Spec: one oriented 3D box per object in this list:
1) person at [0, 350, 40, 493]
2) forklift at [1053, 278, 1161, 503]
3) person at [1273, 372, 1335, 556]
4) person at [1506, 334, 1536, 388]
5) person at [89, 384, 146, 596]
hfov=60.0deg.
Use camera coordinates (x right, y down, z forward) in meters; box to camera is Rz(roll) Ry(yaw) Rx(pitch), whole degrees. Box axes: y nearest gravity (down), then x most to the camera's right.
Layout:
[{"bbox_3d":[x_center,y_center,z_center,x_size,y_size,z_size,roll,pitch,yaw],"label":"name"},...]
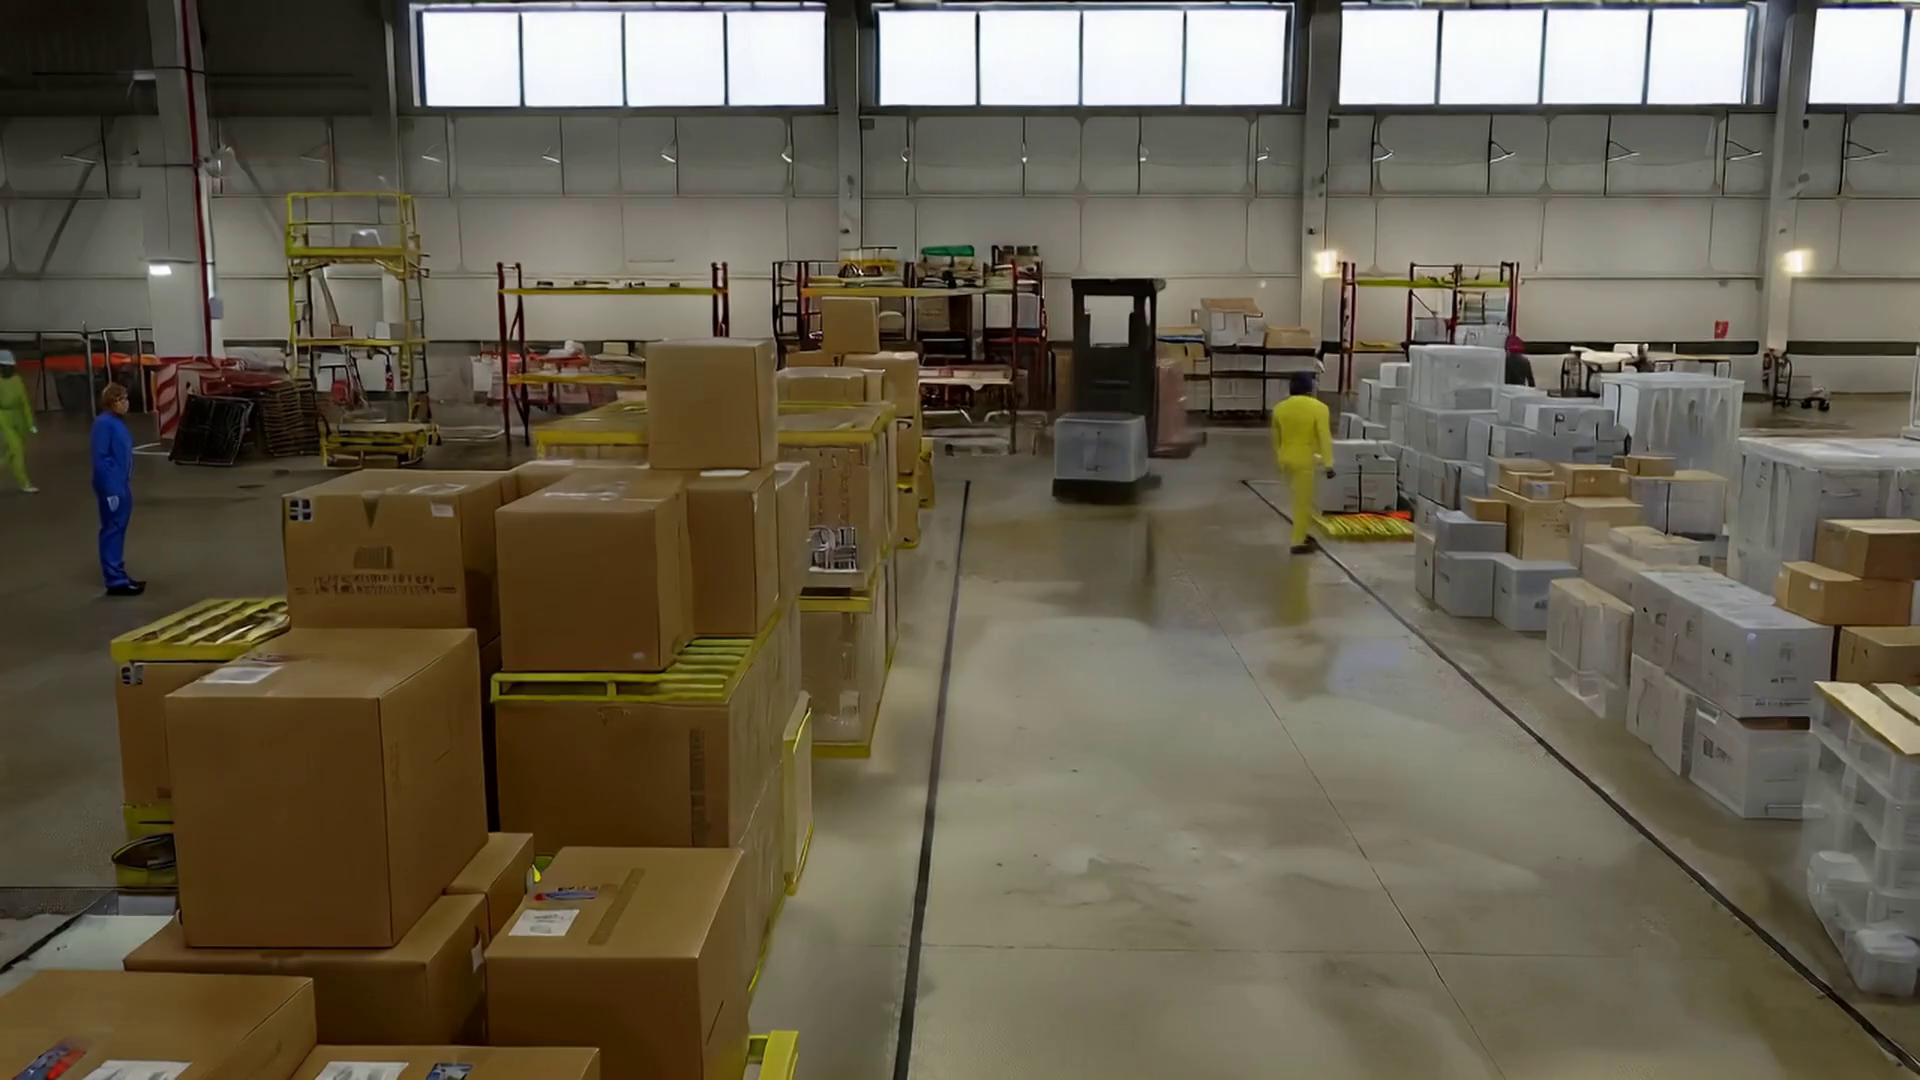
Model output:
[{"bbox_3d":[-12.583,-1.565,21.933,0.855,1.902,0.586,2,10,10],"label":"person"},{"bbox_3d":[1.919,-1.970,21.435,1.129,2.768,1.873,3,10,16],"label":"forklift"},{"bbox_3d":[3.603,-0.798,17.392,0.619,1.896,0.701,-7,12,-35],"label":"person"},{"bbox_3d":[8.444,-2.150,25.293,0.644,1.937,0.947,-3,10,-17],"label":"person"},{"bbox_3d":[-7.723,-0.457,15.211,0.374,1.933,0.627,-3,10,-16],"label":"person"}]
